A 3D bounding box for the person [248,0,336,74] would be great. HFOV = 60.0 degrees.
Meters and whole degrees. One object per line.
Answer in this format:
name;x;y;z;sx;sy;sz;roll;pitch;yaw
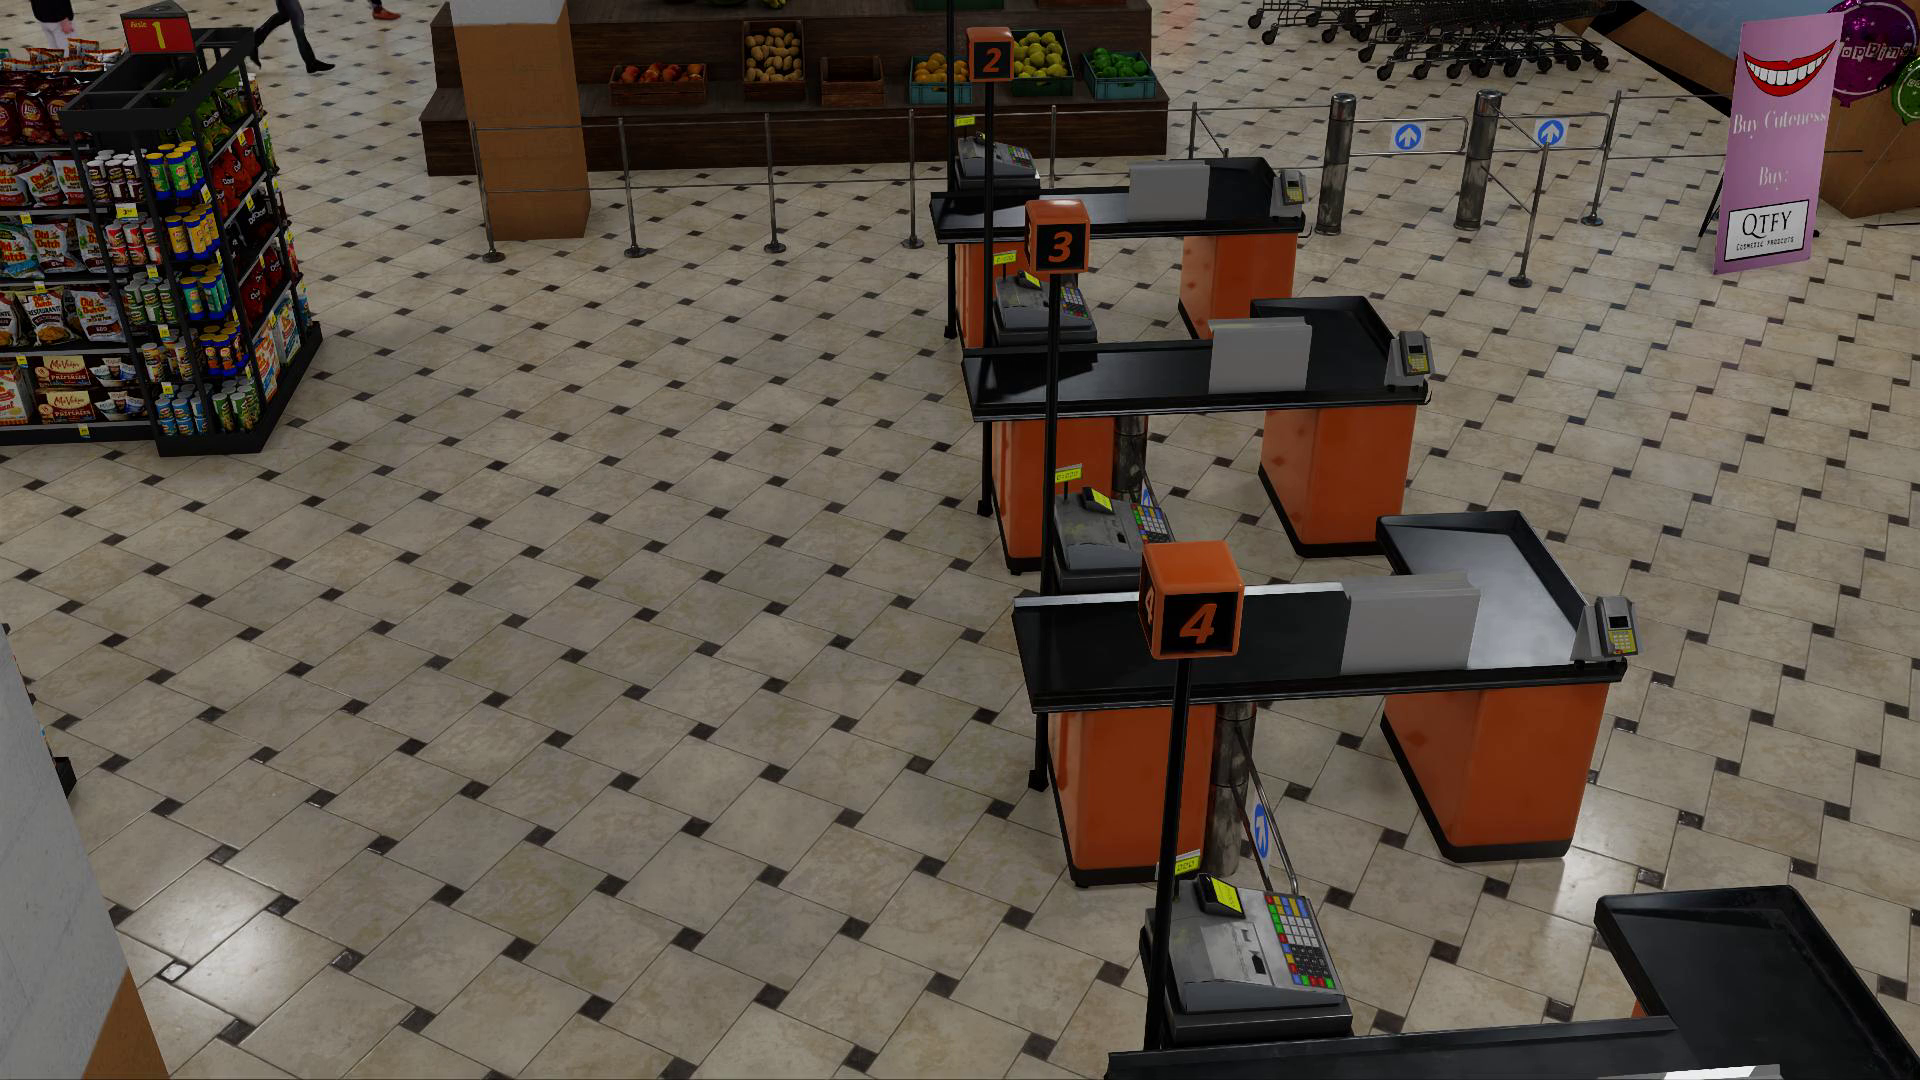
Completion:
person;-6.363;-5.165;15.296;1.081;1.759;0.705;-5;32;-8
